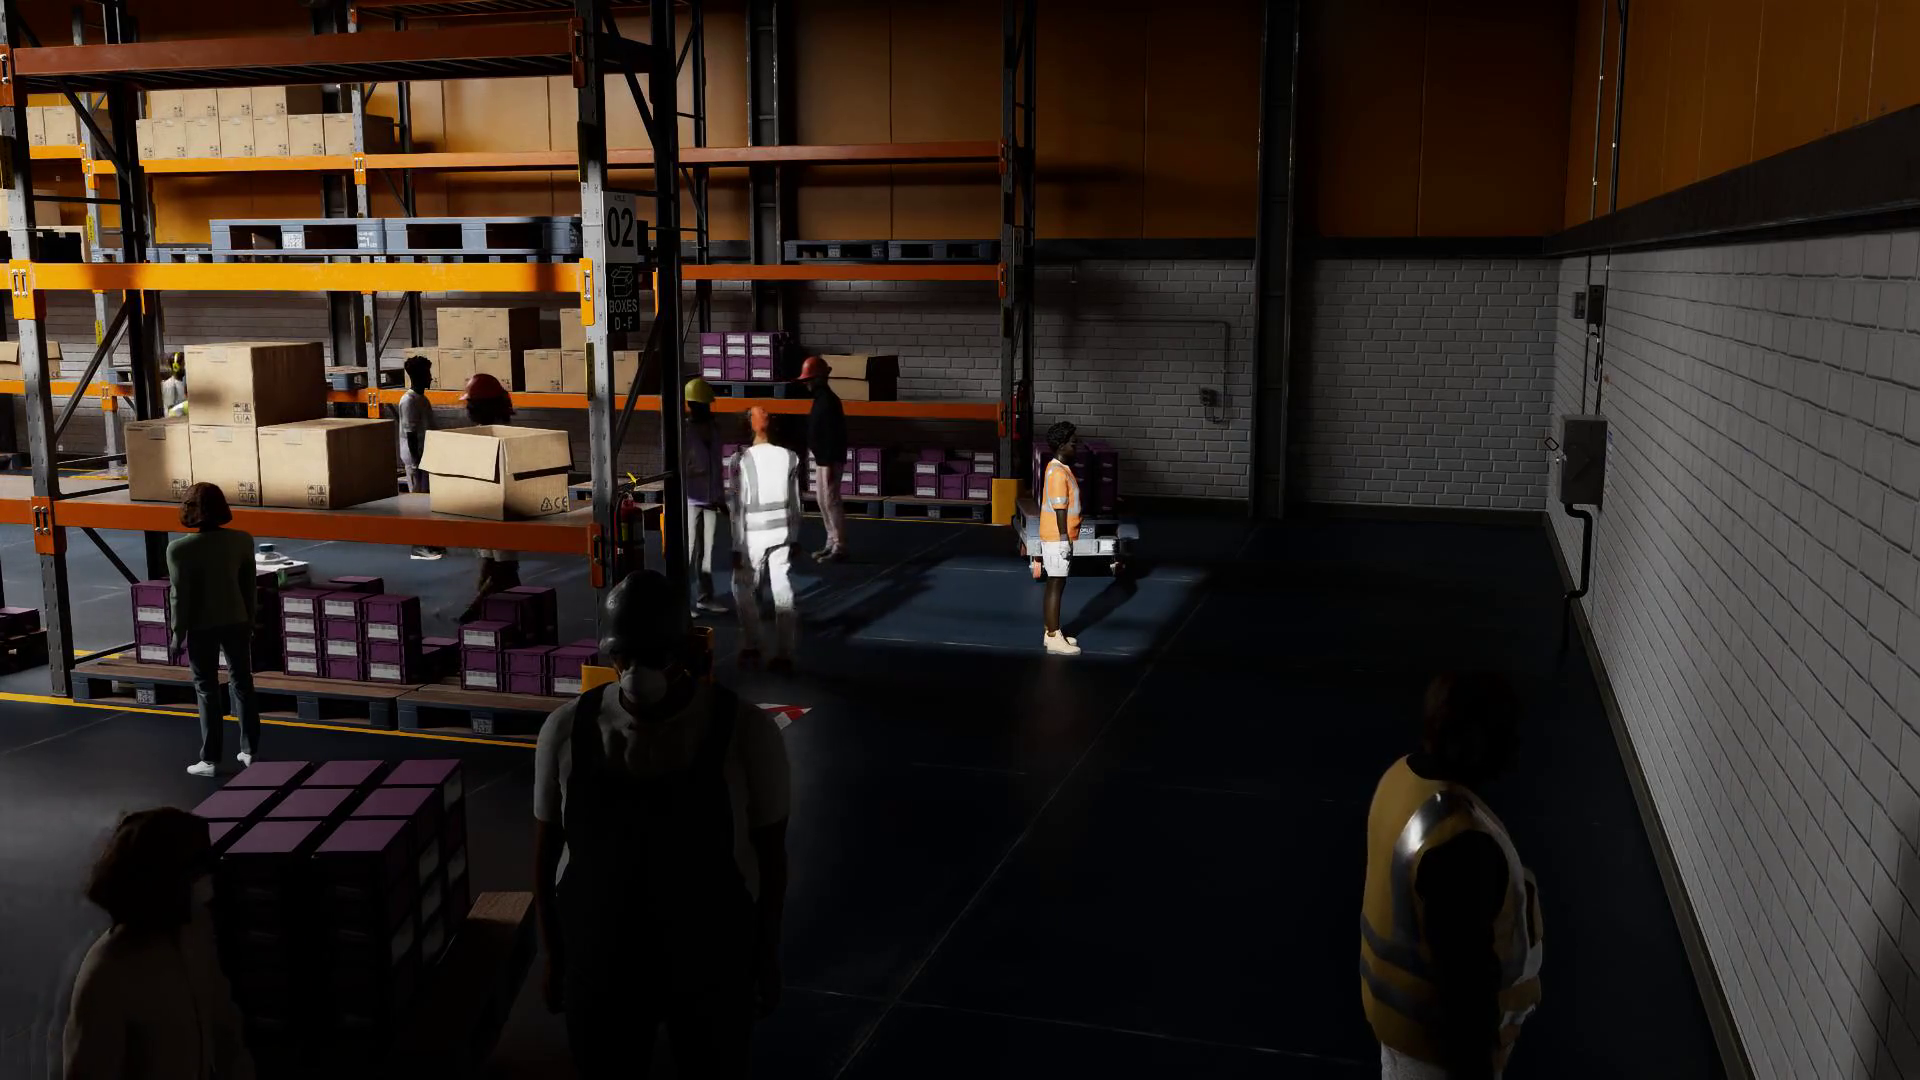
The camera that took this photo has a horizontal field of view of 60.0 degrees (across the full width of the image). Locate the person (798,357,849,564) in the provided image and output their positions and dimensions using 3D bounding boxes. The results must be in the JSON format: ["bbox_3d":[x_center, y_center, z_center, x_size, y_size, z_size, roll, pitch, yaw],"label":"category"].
[{"bbox_3d":[-1.298,-0.750,15.770,0.460,1.970,0.632,-3,10,-19],"label":"person"}]

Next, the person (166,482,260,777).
[{"bbox_3d":[-4.127,0.491,9.215,0.280,1.636,0.500,7,12,36],"label":"person"}]

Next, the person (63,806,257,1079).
[{"bbox_3d":[-1.788,1.388,3.799,0.539,1.611,0.514,-1,9,-5],"label":"person"}]

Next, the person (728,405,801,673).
[{"bbox_3d":[-1.401,-0.015,11.612,0.617,1.856,0.730,-7,12,-38],"label":"person"}]

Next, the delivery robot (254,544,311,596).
[{"bbox_3d":[-5.638,0.273,13.548,0.707,0.478,0.477,5,11,29],"label":"delivery robot"}]

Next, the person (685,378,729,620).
[{"bbox_3d":[-2.092,-0.336,13.371,0.381,1.924,0.593,7,12,37],"label":"person"}]

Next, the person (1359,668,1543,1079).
[{"bbox_3d":[1.221,1.219,4.162,0.429,1.839,0.634,0,9,1],"label":"person"}]

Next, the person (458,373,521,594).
[{"bbox_3d":[-3.420,-0.194,12.152,0.394,2.044,0.609,-6,11,-34],"label":"person"}]

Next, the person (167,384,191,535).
[{"bbox_3d":[-7.031,-0.636,15.502,0.626,1.835,0.430,-6,11,-32],"label":"person"}]

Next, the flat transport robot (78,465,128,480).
[{"bbox_3d":[-10.639,-0.783,21.129,0.652,0.197,1.431,1,9,4],"label":"flat transport robot"}]

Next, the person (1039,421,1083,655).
[{"bbox_3d":[0.735,-0.018,12.132,0.318,1.697,0.535,0,9,0],"label":"person"}]

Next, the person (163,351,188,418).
[{"bbox_3d":[-8.911,-1.222,19.002,0.437,1.853,0.551,-2,9,-11],"label":"person"}]

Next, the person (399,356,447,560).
[{"bbox_3d":[-5.207,-0.798,16.070,0.364,1.965,0.609,-1,9,-8],"label":"person"}]

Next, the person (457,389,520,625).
[{"bbox_3d":[-3.498,-0.186,12.504,0.438,1.913,0.534,-3,10,-19],"label":"person"}]

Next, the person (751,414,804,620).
[{"bbox_3d":[-1.506,-0.188,13.335,0.514,1.644,0.307,-3,10,-17],"label":"person"}]
